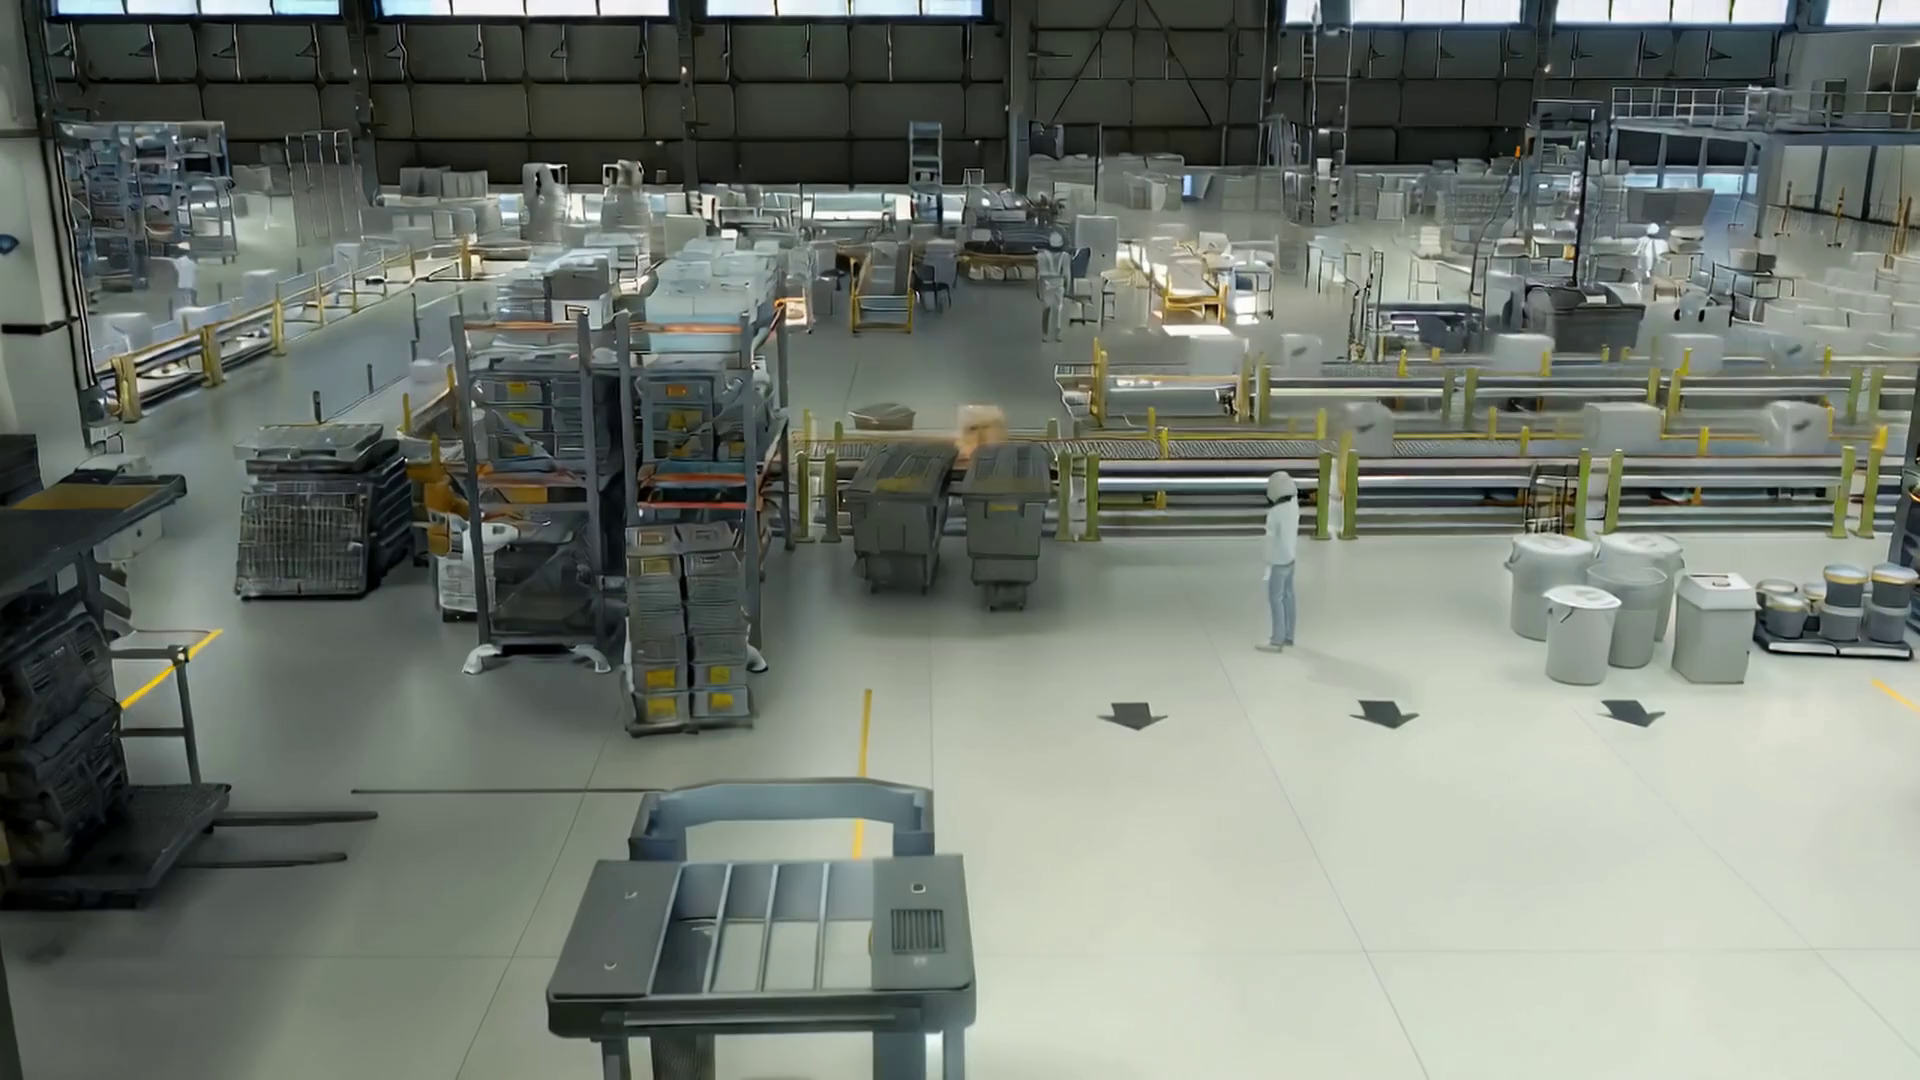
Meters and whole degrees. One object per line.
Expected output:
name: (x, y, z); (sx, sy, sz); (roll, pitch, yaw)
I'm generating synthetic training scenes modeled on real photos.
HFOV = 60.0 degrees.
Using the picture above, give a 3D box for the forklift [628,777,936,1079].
forklift: (-0.542, 2.165, 5.552); (1.129, 2.768, 1.873); (-1, 16, -2)

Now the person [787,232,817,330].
person: (-3.097, -5.039, 32.349); (0.630, 1.899, 0.402); (7, 17, 23)

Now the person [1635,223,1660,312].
person: (14.372, -5.710, 34.795); (0.403, 1.828, 0.595); (2, 16, 7)

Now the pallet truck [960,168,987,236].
pallet truck: (0.383, -10.230, 50.206); (0.823, 1.965, 1.885); (-1, 16, -3)

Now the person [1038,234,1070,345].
person: (1.736, -4.597, 30.565); (0.605, 2.034, 0.394); (-3, 16, -12)

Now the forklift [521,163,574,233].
forklift: (-12.233, -10.122, 49.298); (1.157, 1.987, 2.680); (0, 16, -1)

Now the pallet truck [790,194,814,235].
pallet truck: (-4.814, -9.883, 50.259); (0.704, 1.261, 1.522); (-1, 16, -3)

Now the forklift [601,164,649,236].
forklift: (-9.948, -10.127, 49.296); (1.157, 1.987, 2.680); (-1, 16, -3)

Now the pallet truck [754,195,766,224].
pallet truck: (-6.051, -9.967, 50.660); (0.680, 1.201, 1.601); (0, 16, -1)

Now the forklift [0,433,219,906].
forklift: (-5.952, 0.780, 10.366); (1.873, 2.768, 1.129); (0, 16, -1)

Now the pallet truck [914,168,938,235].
pallet truck: (-0.989, -10.316, 50.507); (0.823, 1.965, 1.885); (1, 16, 3)

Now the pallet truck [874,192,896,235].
pallet truck: (-2.277, -9.986, 50.594); (0.653, 1.274, 1.630); (0, 16, -1)

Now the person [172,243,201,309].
person: (-14.801, -4.801, 31.809); (0.519, 1.733, 0.865); (0, 16, 2)

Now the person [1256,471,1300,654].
person: (2.804, 0.195, 14.621); (0.270, 1.631, 0.507); (12, 20, 35)
